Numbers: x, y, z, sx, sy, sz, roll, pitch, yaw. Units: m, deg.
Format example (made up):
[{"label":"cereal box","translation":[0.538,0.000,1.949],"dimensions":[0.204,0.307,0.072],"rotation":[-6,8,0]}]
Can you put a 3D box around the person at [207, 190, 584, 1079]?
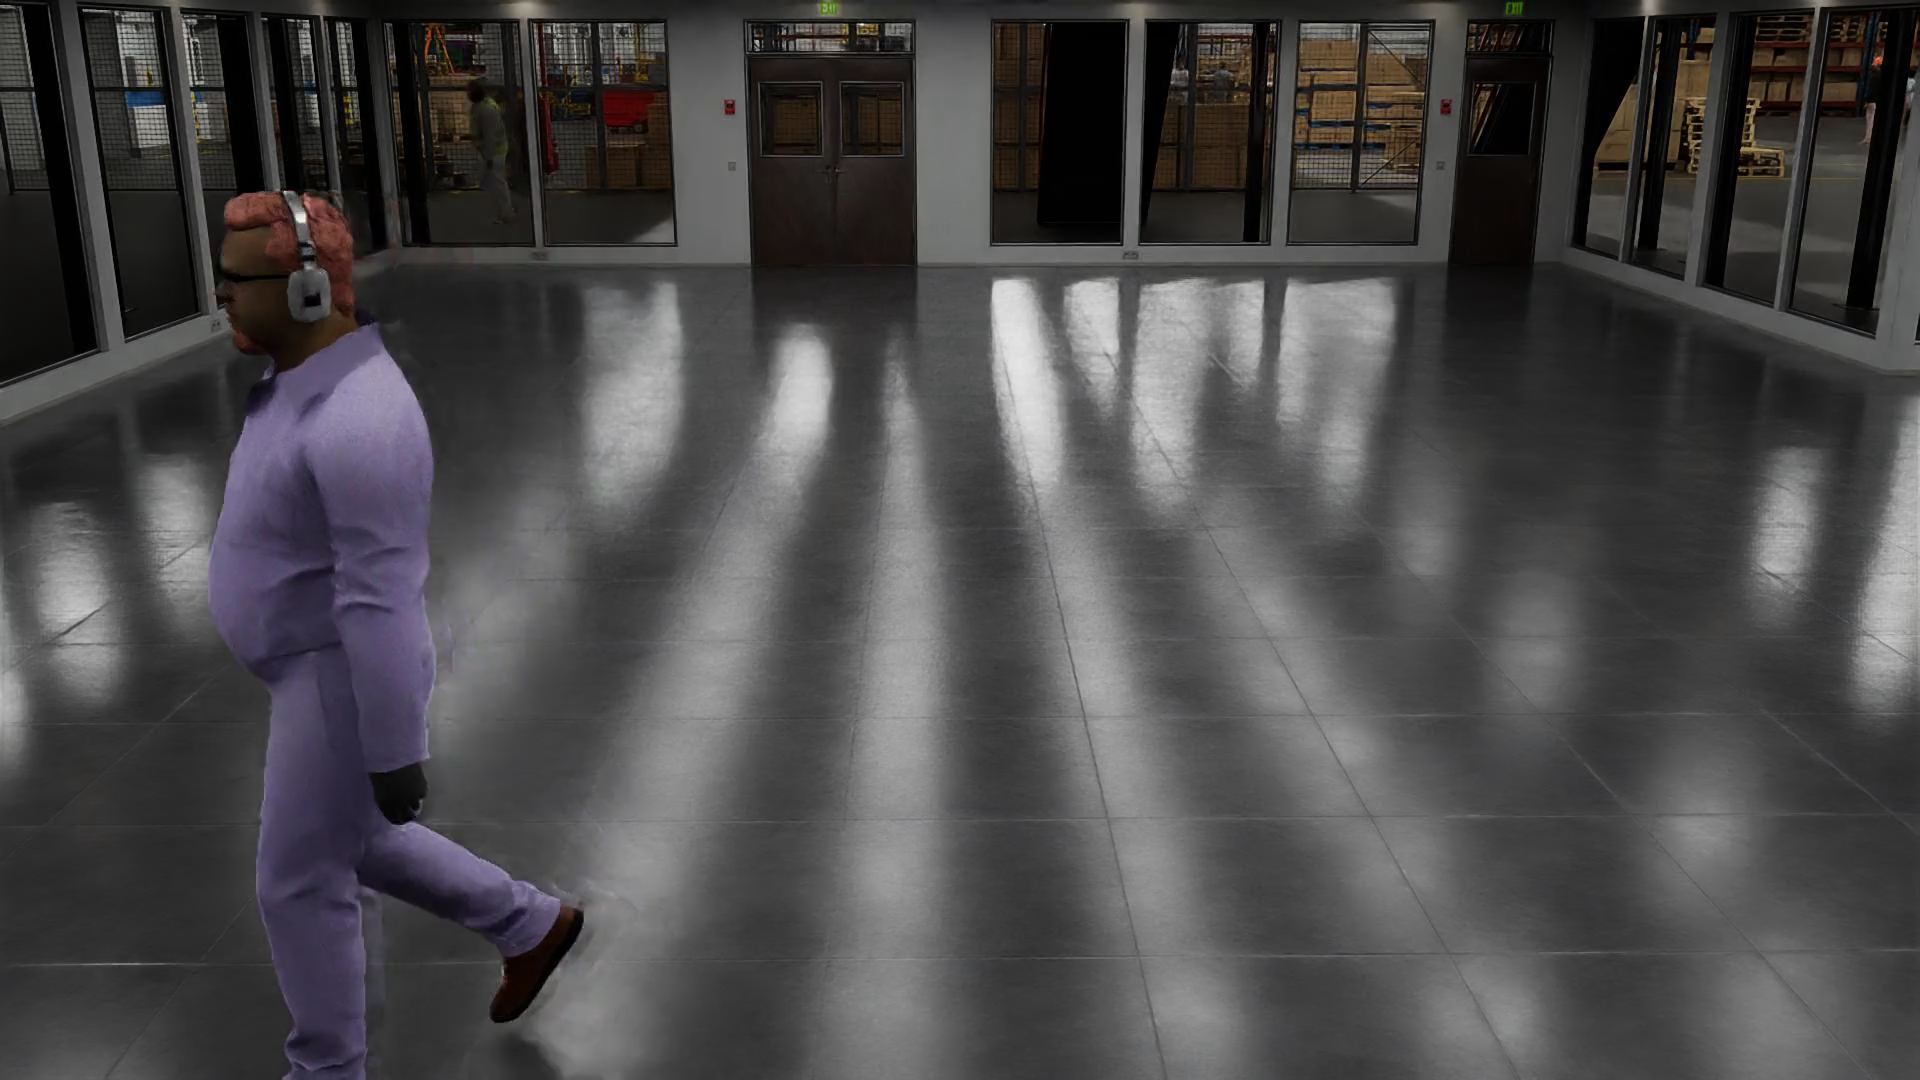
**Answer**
[{"label":"person","translation":[-1.163,0.265,3.243],"dimensions":[0.702,1.876,0.650],"rotation":[-7,18,-24]}]
